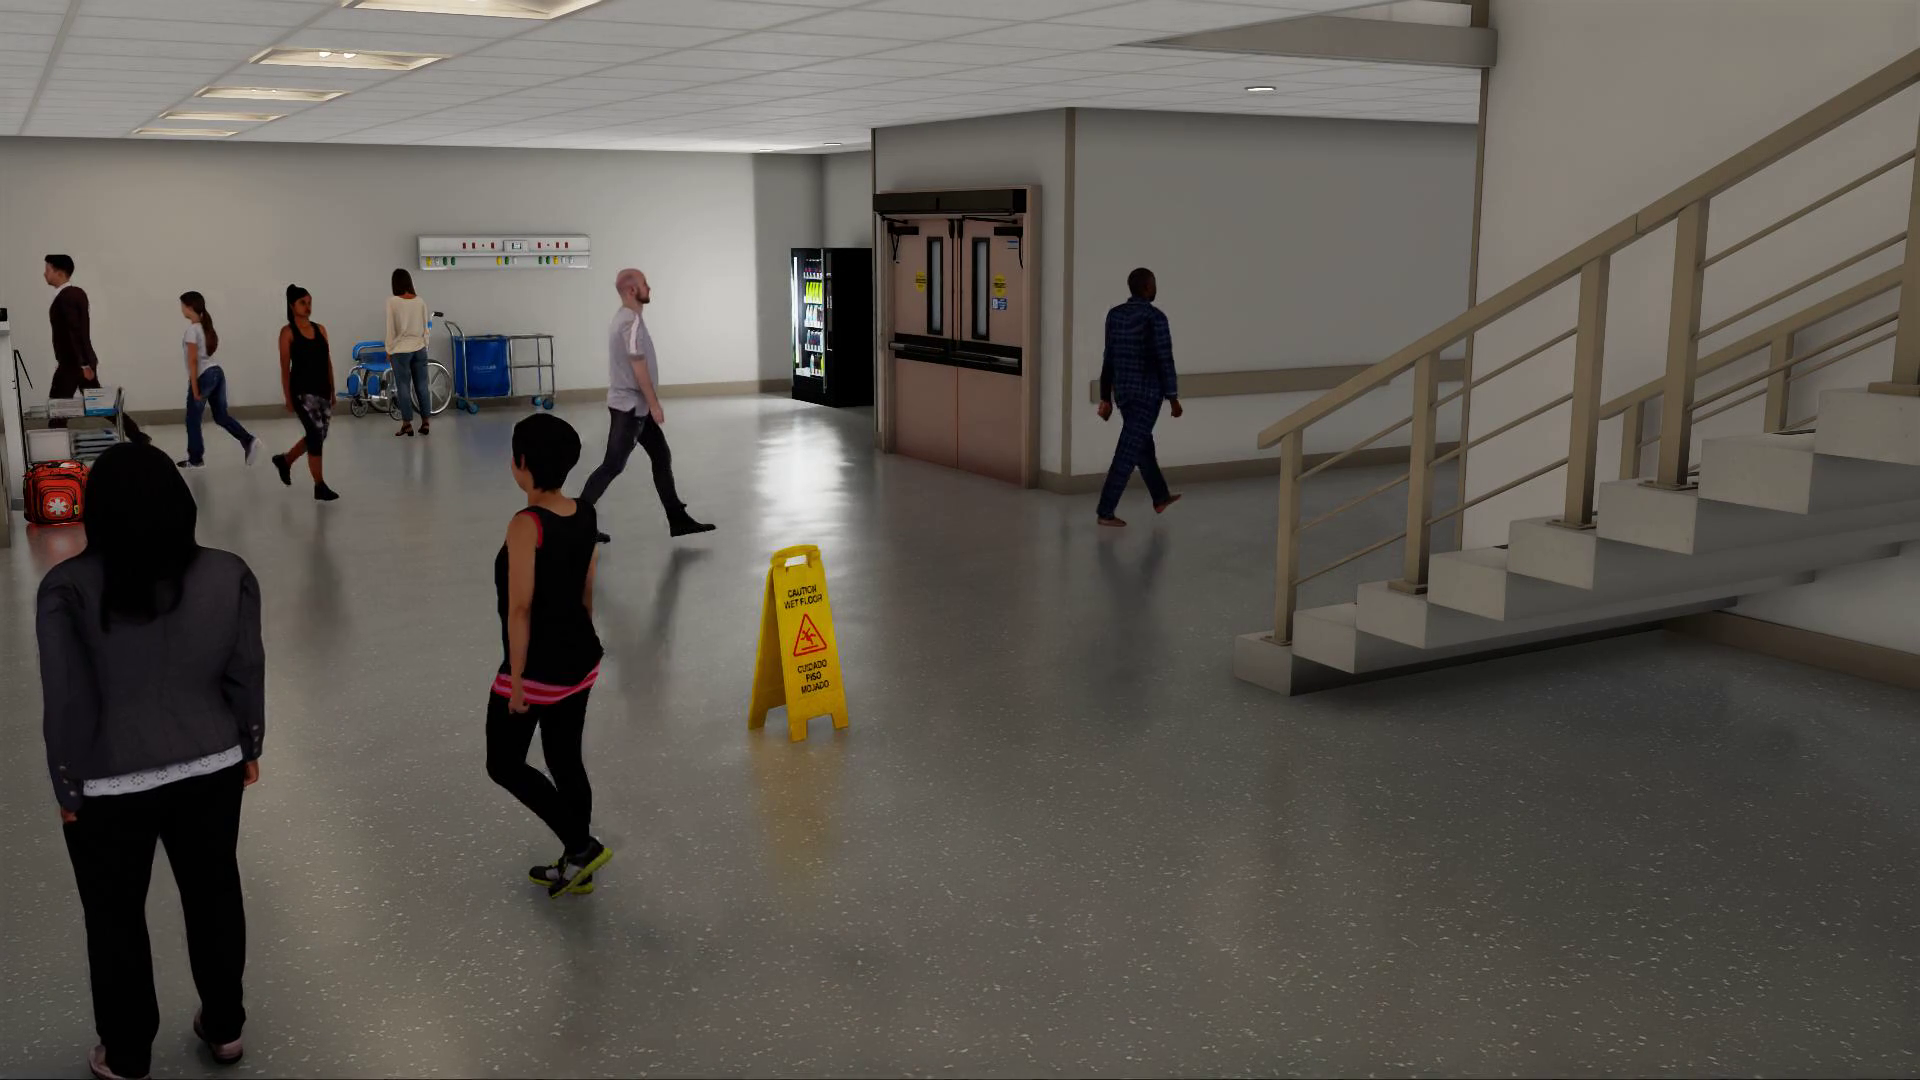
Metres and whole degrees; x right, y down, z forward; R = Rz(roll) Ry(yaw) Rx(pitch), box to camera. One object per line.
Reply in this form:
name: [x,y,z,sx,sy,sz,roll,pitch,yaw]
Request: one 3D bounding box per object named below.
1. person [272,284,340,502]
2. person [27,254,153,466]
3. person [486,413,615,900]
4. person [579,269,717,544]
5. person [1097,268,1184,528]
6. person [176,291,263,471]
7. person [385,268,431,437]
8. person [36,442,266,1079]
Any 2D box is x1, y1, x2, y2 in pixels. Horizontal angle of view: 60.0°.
person: [-5.079,-1.134,12.861,1.043,1.645,0.902,5,12,26]
person: [-7.620,-1.552,14.546,0.996,1.839,1.255,-2,11,-11]
person: [-1.212,0.388,5.123,0.768,1.540,0.705,5,12,25]
person: [-2.246,-0.837,10.917,1.024,1.787,1.252,-2,11,-10]
person: [1.168,-0.961,11.572,0.853,1.787,1.124,-8,14,-38]
person: [-6.434,-1.360,14.340,1.008,1.539,0.969,2,11,13]
person: [-5.575,-1.899,16.801,0.631,1.680,0.678,10,15,43]
person: [-1.981,0.555,4.095,0.726,1.595,0.726,-10,14,-41]
